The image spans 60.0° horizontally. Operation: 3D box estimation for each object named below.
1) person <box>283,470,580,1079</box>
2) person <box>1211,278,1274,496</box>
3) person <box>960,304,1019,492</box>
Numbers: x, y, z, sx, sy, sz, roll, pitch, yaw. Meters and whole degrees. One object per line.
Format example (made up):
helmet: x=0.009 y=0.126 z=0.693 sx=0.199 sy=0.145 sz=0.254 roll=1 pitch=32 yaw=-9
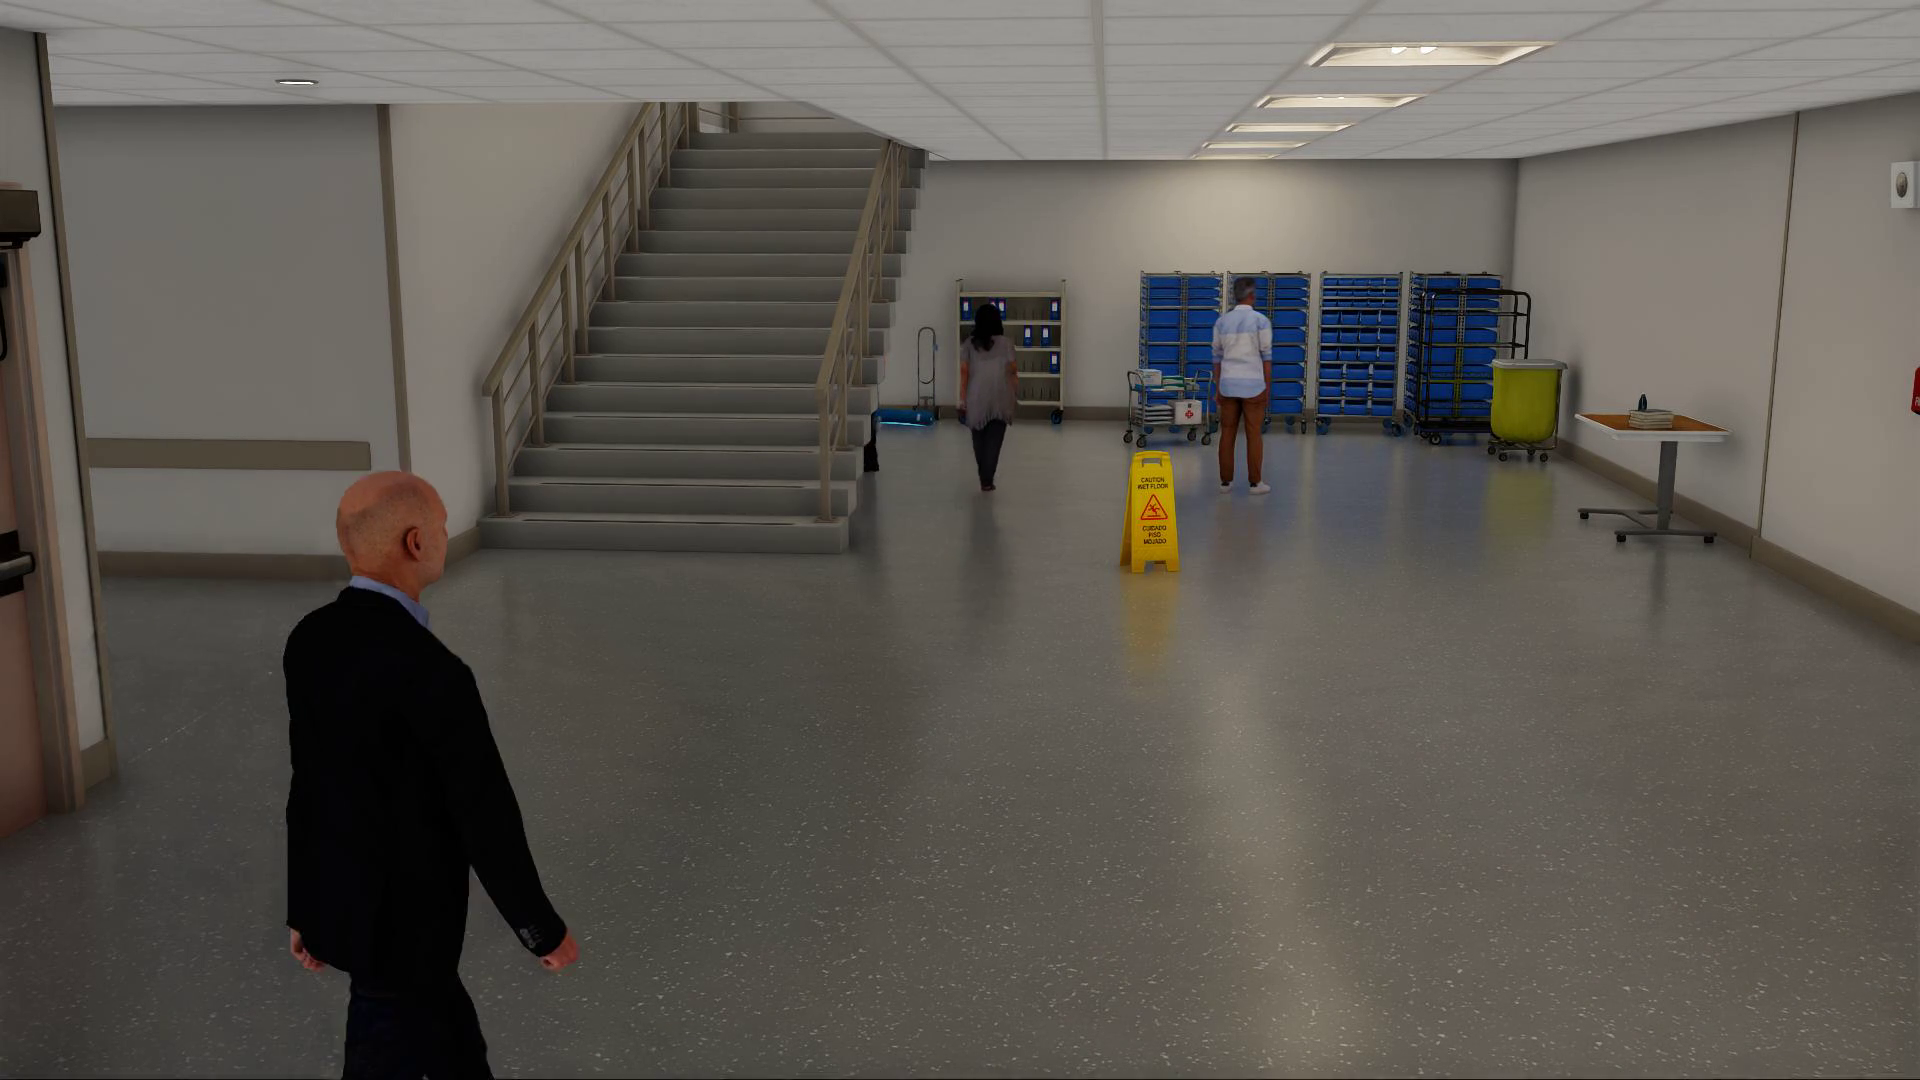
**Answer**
person: x=-1.178 y=0.786 z=3.238 sx=1.211 sy=1.764 sz=1.108 roll=-10 pitch=15 yaw=-44
person: x=2.398 y=-1.306 z=14.104 sx=0.763 sy=1.822 sz=0.727 roll=6 pitch=12 yaw=28
person: x=0.228 y=-1.170 z=14.077 sx=0.721 sy=1.566 sz=1.070 roll=3 pitch=11 yaw=14
